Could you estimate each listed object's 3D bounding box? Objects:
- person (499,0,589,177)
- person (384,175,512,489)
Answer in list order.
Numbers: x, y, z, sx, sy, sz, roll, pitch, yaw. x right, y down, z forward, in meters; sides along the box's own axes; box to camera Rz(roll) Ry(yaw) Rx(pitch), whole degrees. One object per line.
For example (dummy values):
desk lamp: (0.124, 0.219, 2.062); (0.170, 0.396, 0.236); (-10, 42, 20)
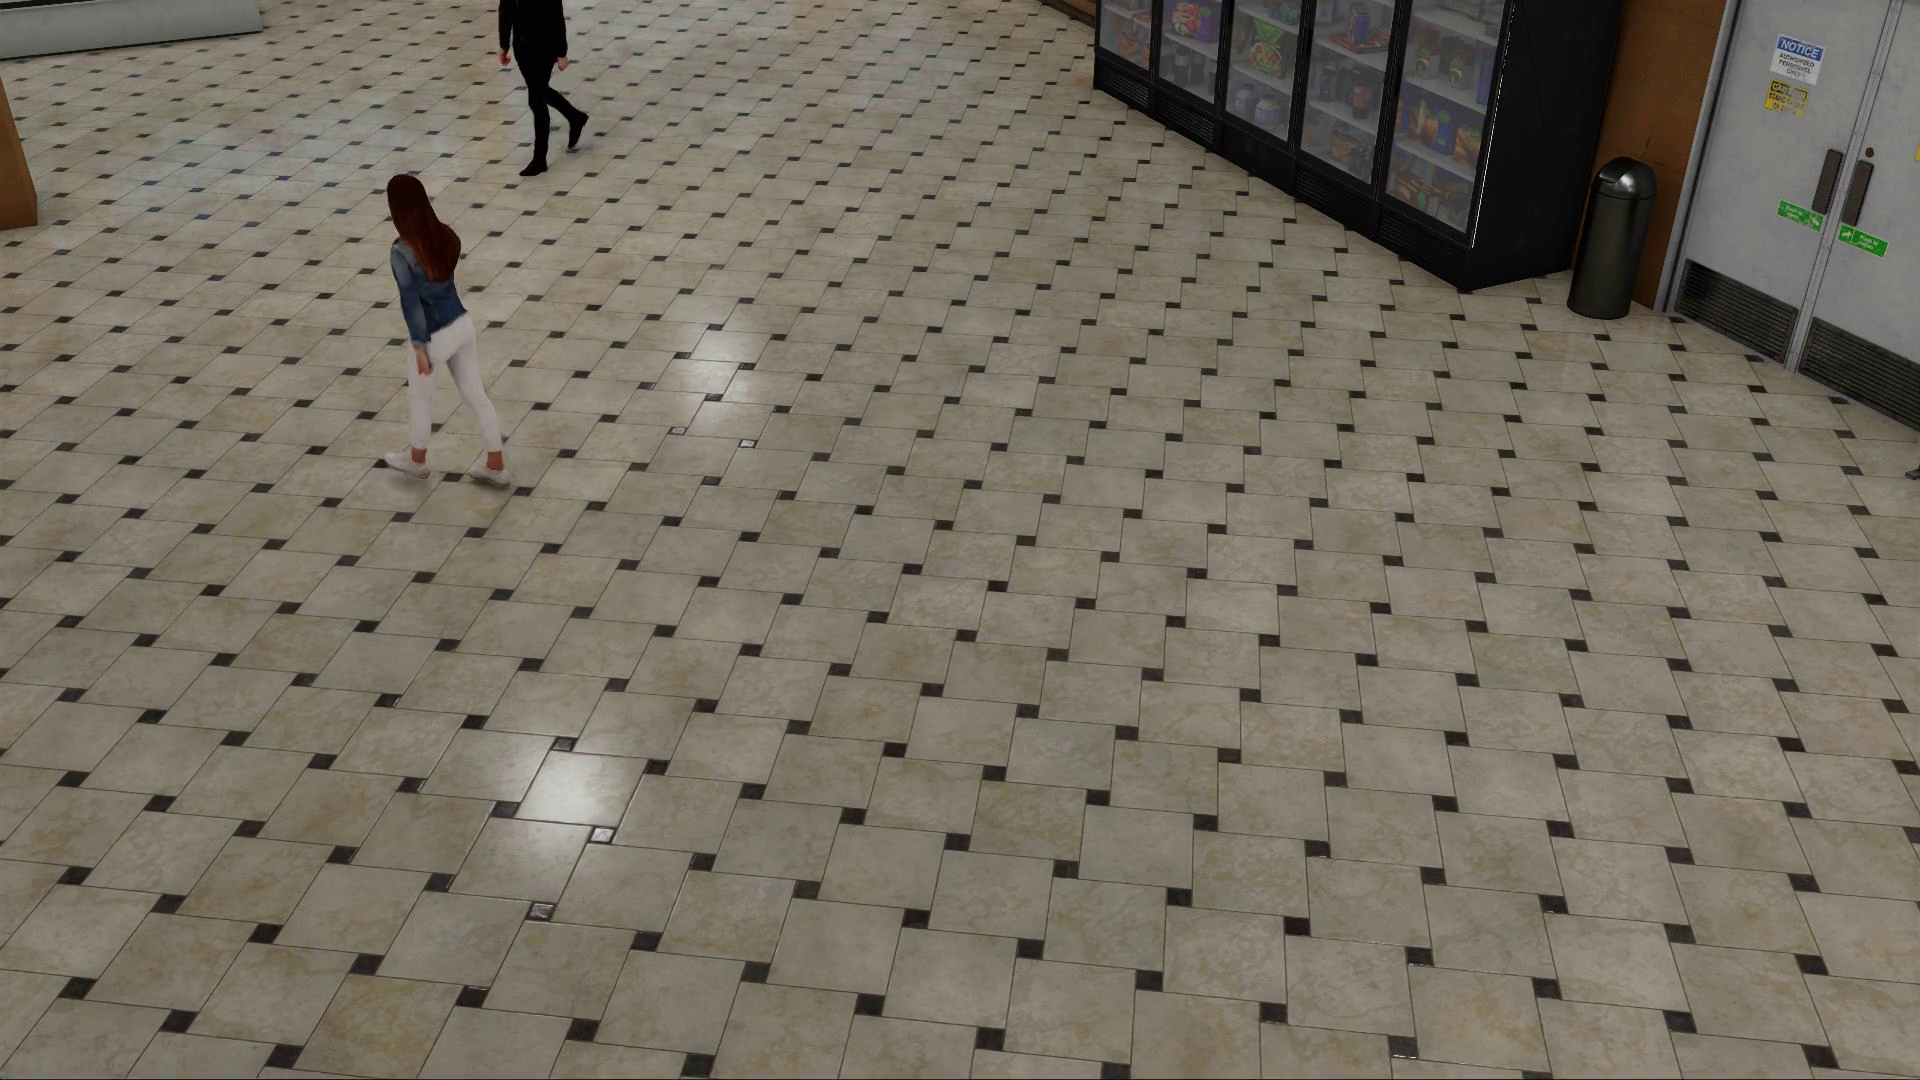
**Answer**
person: (-3.200, -3.786, 12.718); (1.113, 1.860, 1.286); (18, 36, 26)
person: (-2.539, -0.998, 8.412); (1.000, 1.676, 0.978); (15, 35, 23)
